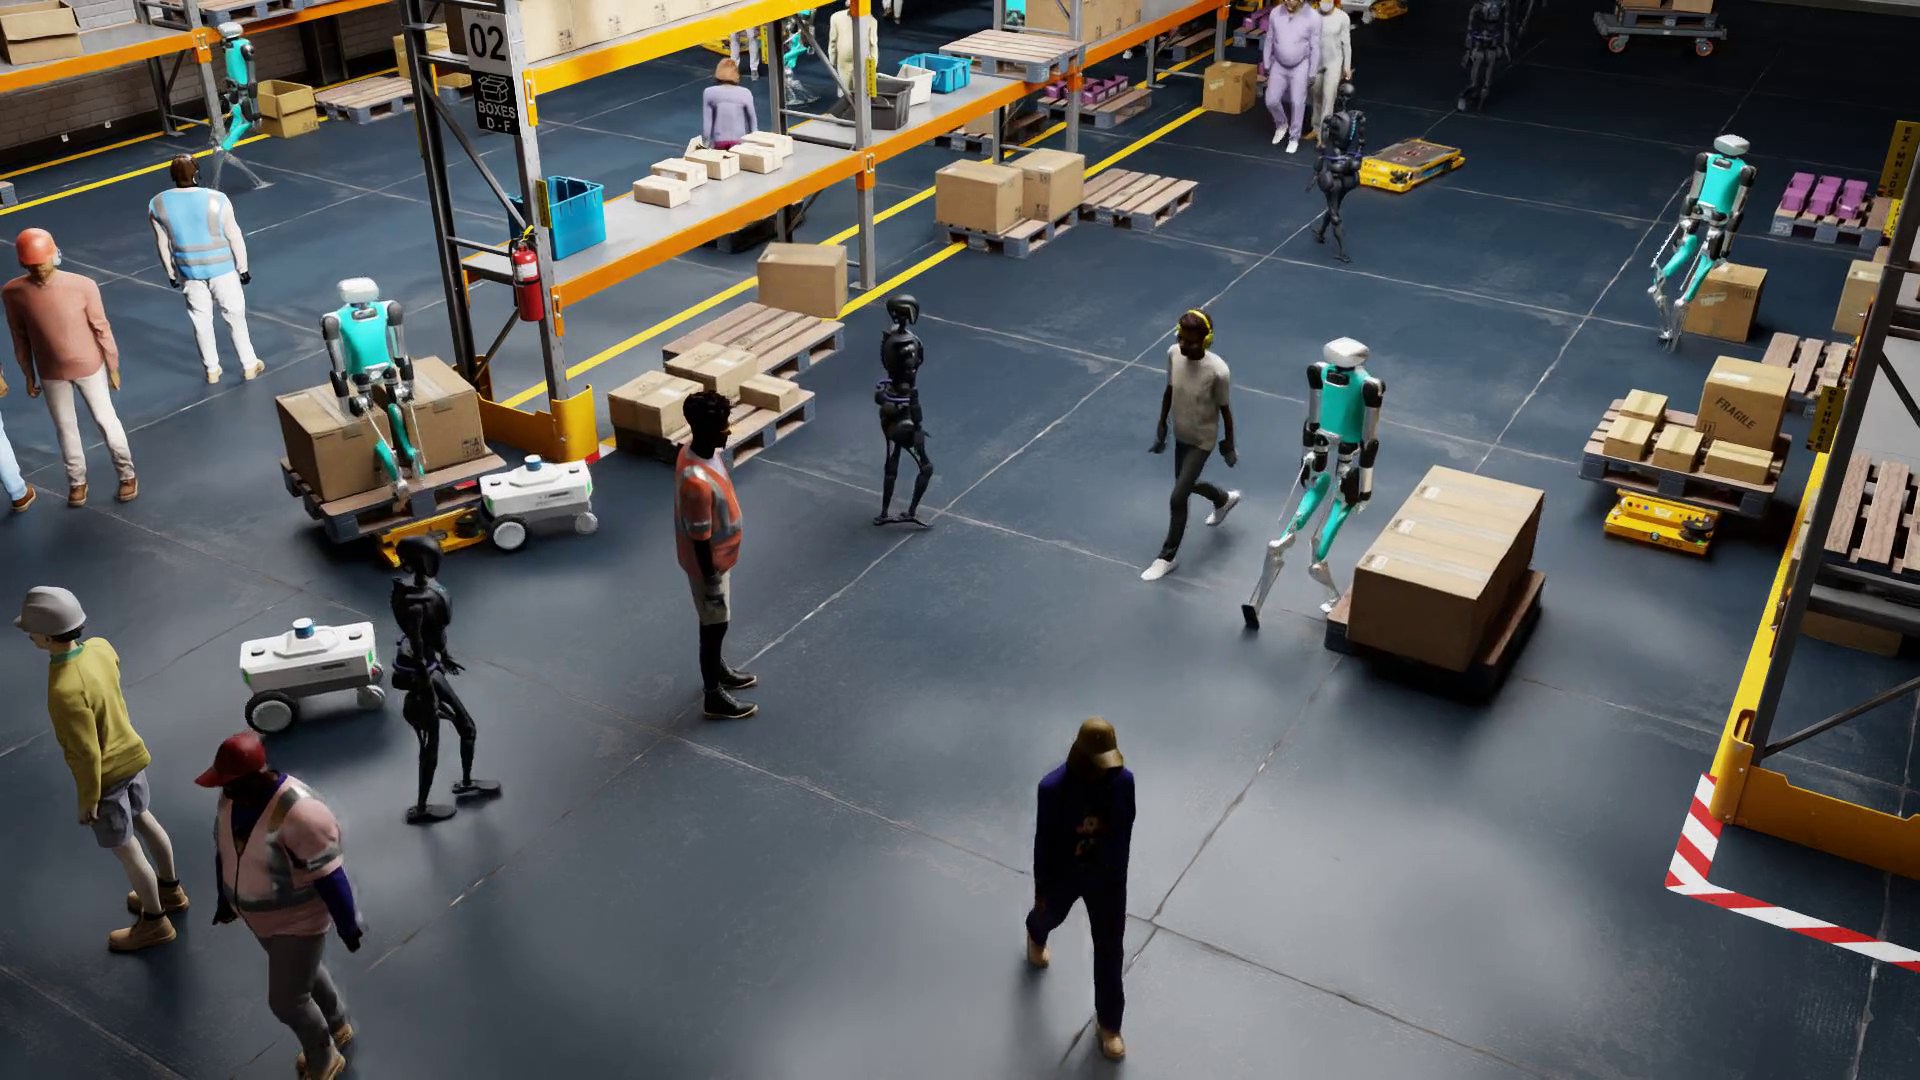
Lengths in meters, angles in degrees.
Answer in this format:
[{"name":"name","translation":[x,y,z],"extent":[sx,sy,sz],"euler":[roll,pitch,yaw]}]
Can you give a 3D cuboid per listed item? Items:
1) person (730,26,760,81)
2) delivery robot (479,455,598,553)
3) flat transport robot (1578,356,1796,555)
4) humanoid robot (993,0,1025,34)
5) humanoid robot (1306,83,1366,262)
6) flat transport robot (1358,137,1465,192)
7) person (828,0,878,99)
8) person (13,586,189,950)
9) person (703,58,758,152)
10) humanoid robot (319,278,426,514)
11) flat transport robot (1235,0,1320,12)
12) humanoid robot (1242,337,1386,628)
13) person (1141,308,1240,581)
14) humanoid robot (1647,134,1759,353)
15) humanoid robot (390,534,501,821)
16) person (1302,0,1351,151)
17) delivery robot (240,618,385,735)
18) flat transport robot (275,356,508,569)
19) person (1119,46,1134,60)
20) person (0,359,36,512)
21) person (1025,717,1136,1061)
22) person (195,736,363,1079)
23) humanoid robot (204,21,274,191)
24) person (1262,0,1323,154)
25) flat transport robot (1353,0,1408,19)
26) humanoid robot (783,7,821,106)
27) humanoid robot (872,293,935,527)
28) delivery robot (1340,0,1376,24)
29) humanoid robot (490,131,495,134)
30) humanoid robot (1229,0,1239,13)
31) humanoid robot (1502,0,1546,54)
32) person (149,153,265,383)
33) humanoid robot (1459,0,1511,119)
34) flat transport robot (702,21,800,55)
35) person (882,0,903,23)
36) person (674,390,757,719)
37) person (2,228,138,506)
[{"name":"person","translation":[-2.829,-6.945,21.521],"extent":[0.499,1.949,0.426],"euler":[2,30,4]},{"name":"delivery robot","translation":[-2.846,-0.275,11.146],"extent":[0.801,0.602,0.499],"euler":[-11,31,-18]},{"name":"flat transport robot","translation":[4.978,-0.345,11.552],"extent":[0.659,0.231,1.431],"euler":[16,33,27]},{"name":"humanoid robot","translation":[0.615,-6.001,20.139],"extent":[0.563,1.850,0.849],"euler":[5,30,10]},{"name":"humanoid robot","translation":[3.545,-3.511,15.759],"extent":[0.610,1.626,0.765],"euler":[-16,33,-26]},{"name":"flat transport robot","translation":[4.907,-4.115,18.220],"extent":[0.659,0.231,1.431],"euler":[24,37,36]},{"name":"person","translation":[-1.224,-5.548,19.267],"extent":[0.567,1.725,0.563],"euler":[5,30,8]},{"name":"person","translation":[-3.832,1.026,7.481],"extent":[0.384,1.892,0.472],"euler":[-2,30,-3]},{"name":"person","translation":[-2.279,-4.044,16.733],"extent":[0.520,1.606,0.711],"euler":[4,30,6]},{"name":"humanoid robot","translation":[-3.686,-0.744,10.821],"extent":[0.547,1.843,0.755],"euler":[-22,36,-34]},{"name":"flat transport robot","translation":[4.991,-8.190,25.430],"extent":[1.431,0.231,0.659],"euler":[12,32,21]},{"name":"humanoid robot","translation":[2.036,-0.266,9.965],"extent":[0.910,1.794,0.569],"euler":[-21,36,-32]},{"name":"person","translation":[1.539,-0.668,10.554],"extent":[0.894,1.823,0.537],"euler":[-20,35,-31]},{"name":"humanoid robot","translation":[6.014,-2.359,13.744],"extent":[0.736,1.898,0.543],"euler":[-17,34,-28]},{"name":"humanoid robot","translation":[-2.639,0.684,8.303],"extent":[0.446,1.642,0.590],"euler":[-4,30,-7]},{"name":"person","translation":[4.115,-5.375,18.869],"extent":[0.614,1.846,0.818],"euler":[13,32,22]},{"name":"delivery robot","translation":[-3.673,0.725,9.374],"extent":[0.788,0.601,0.499],"euler":[-9,31,-16]},{"name":"flat transport robot","translation":[-3.829,-0.248,11.381],"extent":[0.659,0.231,1.431],"euler":[-21,35,-32]},{"name":"person","translation":[2.271,-7.454,22.535],"extent":[0.548,1.830,0.407],"euler":[15,33,25]},{"name":"person","translation":[-6.697,-1.069,11.082],"extent":[0.607,1.994,0.375],"euler":[-13,32,-21]},{"name":"person","translation":[0.505,1.379,7.154],"extent":[0.462,1.587,0.804],"euler":[-6,30,-10]},{"name":"person","translation":[-2.779,1.547,6.717],"extent":[0.646,1.728,0.590],"euler":[16,33,26]},{"name":"humanoid robot","translation":[-7.696,-4.408,17.278],"extent":[0.545,1.790,0.921],"euler":[23,37,35]},{"name":"person","translation":[3.705,-5.305,18.682],"extent":[0.685,1.882,0.413],"euler":[18,34,28]},{"name":"flat transport robot","translation":[6.064,-8.215,25.473],"extent":[1.431,0.231,0.659],"euler":[23,37,34]},{"name":"humanoid robot","translation":[-2.044,-6.048,20.139],"extent":[0.893,1.758,0.567],"euler":[-24,37,-35]},{"name":"humanoid robot","translation":[-0.411,-0.855,11.032],"extent":[0.397,1.646,0.603],"euler":[-8,31,-14]},{"name":"delivery robot","translation":[5.859,-8.049,24.875],"extent":[0.766,0.580,0.499],"euler":[12,32,21]},{"name":"humanoid robot","translation":[-5.488,-5.639,19.442],"extent":[0.533,1.769,0.957],"euler":[20,35,31]},{"name":"humanoid robot","translation":[4.210,-8.874,25.203],"extent":[0.601,1.647,0.465],"euler":[21,36,33]},{"name":"humanoid robot","translation":[7.845,-7.605,22.989],"extent":[0.639,1.630,0.616],"euler":[18,34,29]},{"name":"person","translation":[-5.935,-2.136,13.122],"extent":[0.632,1.841,0.429],"euler":[-6,30,-10]},{"name":"humanoid robot","translation":[6.315,-5.928,20.004],"extent":[0.603,1.647,0.409],"euler":[-6,30,-11]},{"name":"flat transport robot","translation":[-2.858,-7.083,23.472],"extent":[1.431,0.231,0.659],"euler":[-22,36,-34]},{"name":"person","translation":[-0.986,-8.623,24.516],"extent":[0.648,1.919,0.480],"euler":[-4,30,-7]},{"name":"person","translation":[-1.353,0.081,9.089],"extent":[0.373,1.959,0.600],"euler":[-3,30,-5]},{"name":"person","translation":[-6.026,-1.162,11.262],"extent":[0.612,1.984,0.404],"euler":[-6,30,-11]}]
